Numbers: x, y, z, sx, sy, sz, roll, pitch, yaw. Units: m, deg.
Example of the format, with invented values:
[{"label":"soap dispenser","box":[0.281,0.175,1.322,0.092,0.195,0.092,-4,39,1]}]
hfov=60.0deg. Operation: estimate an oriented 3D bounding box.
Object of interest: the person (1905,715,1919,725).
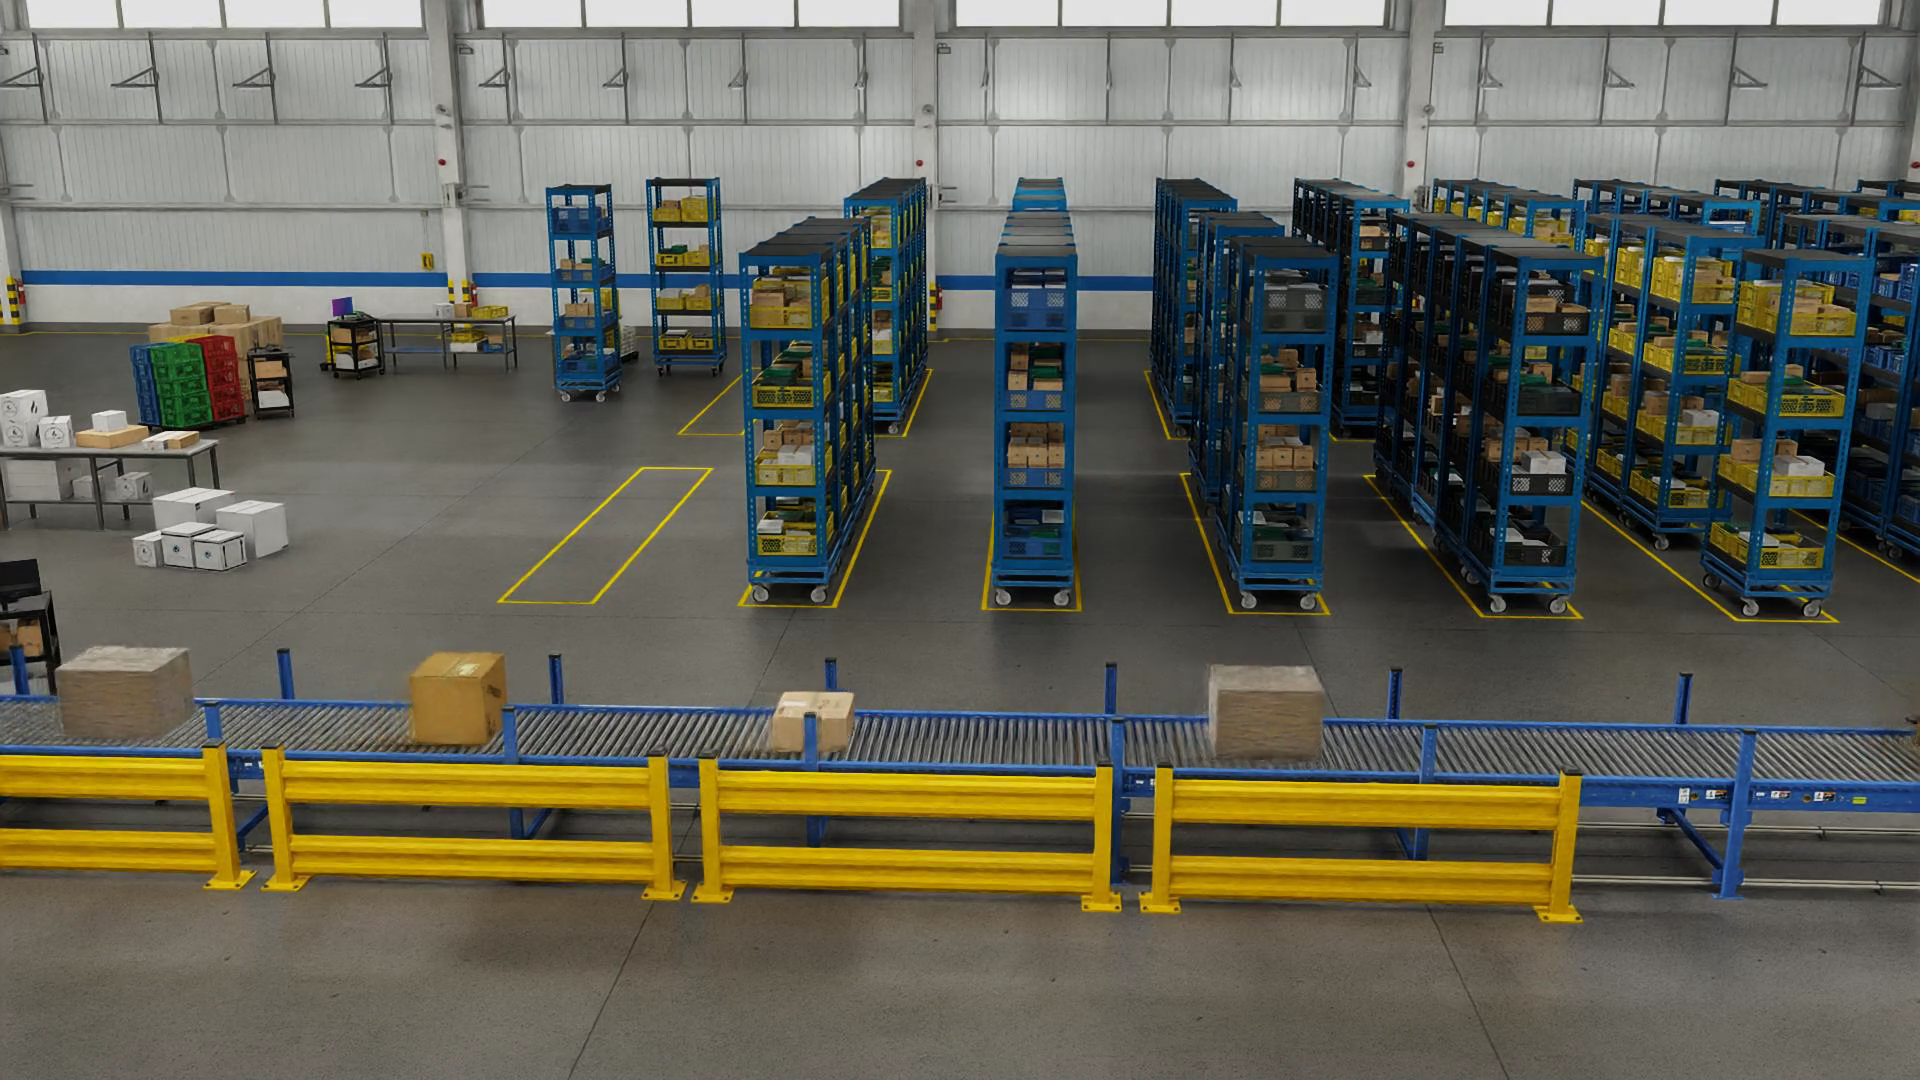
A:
[{"label":"person","box":[8.388,0.725,13.601,0.916,1.720,0.540,4,16,15]}]

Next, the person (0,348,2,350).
[{"label":"person","box":[-19.993,-4.705,33.774,0.900,1.710,0.583,7,17,25]}]
